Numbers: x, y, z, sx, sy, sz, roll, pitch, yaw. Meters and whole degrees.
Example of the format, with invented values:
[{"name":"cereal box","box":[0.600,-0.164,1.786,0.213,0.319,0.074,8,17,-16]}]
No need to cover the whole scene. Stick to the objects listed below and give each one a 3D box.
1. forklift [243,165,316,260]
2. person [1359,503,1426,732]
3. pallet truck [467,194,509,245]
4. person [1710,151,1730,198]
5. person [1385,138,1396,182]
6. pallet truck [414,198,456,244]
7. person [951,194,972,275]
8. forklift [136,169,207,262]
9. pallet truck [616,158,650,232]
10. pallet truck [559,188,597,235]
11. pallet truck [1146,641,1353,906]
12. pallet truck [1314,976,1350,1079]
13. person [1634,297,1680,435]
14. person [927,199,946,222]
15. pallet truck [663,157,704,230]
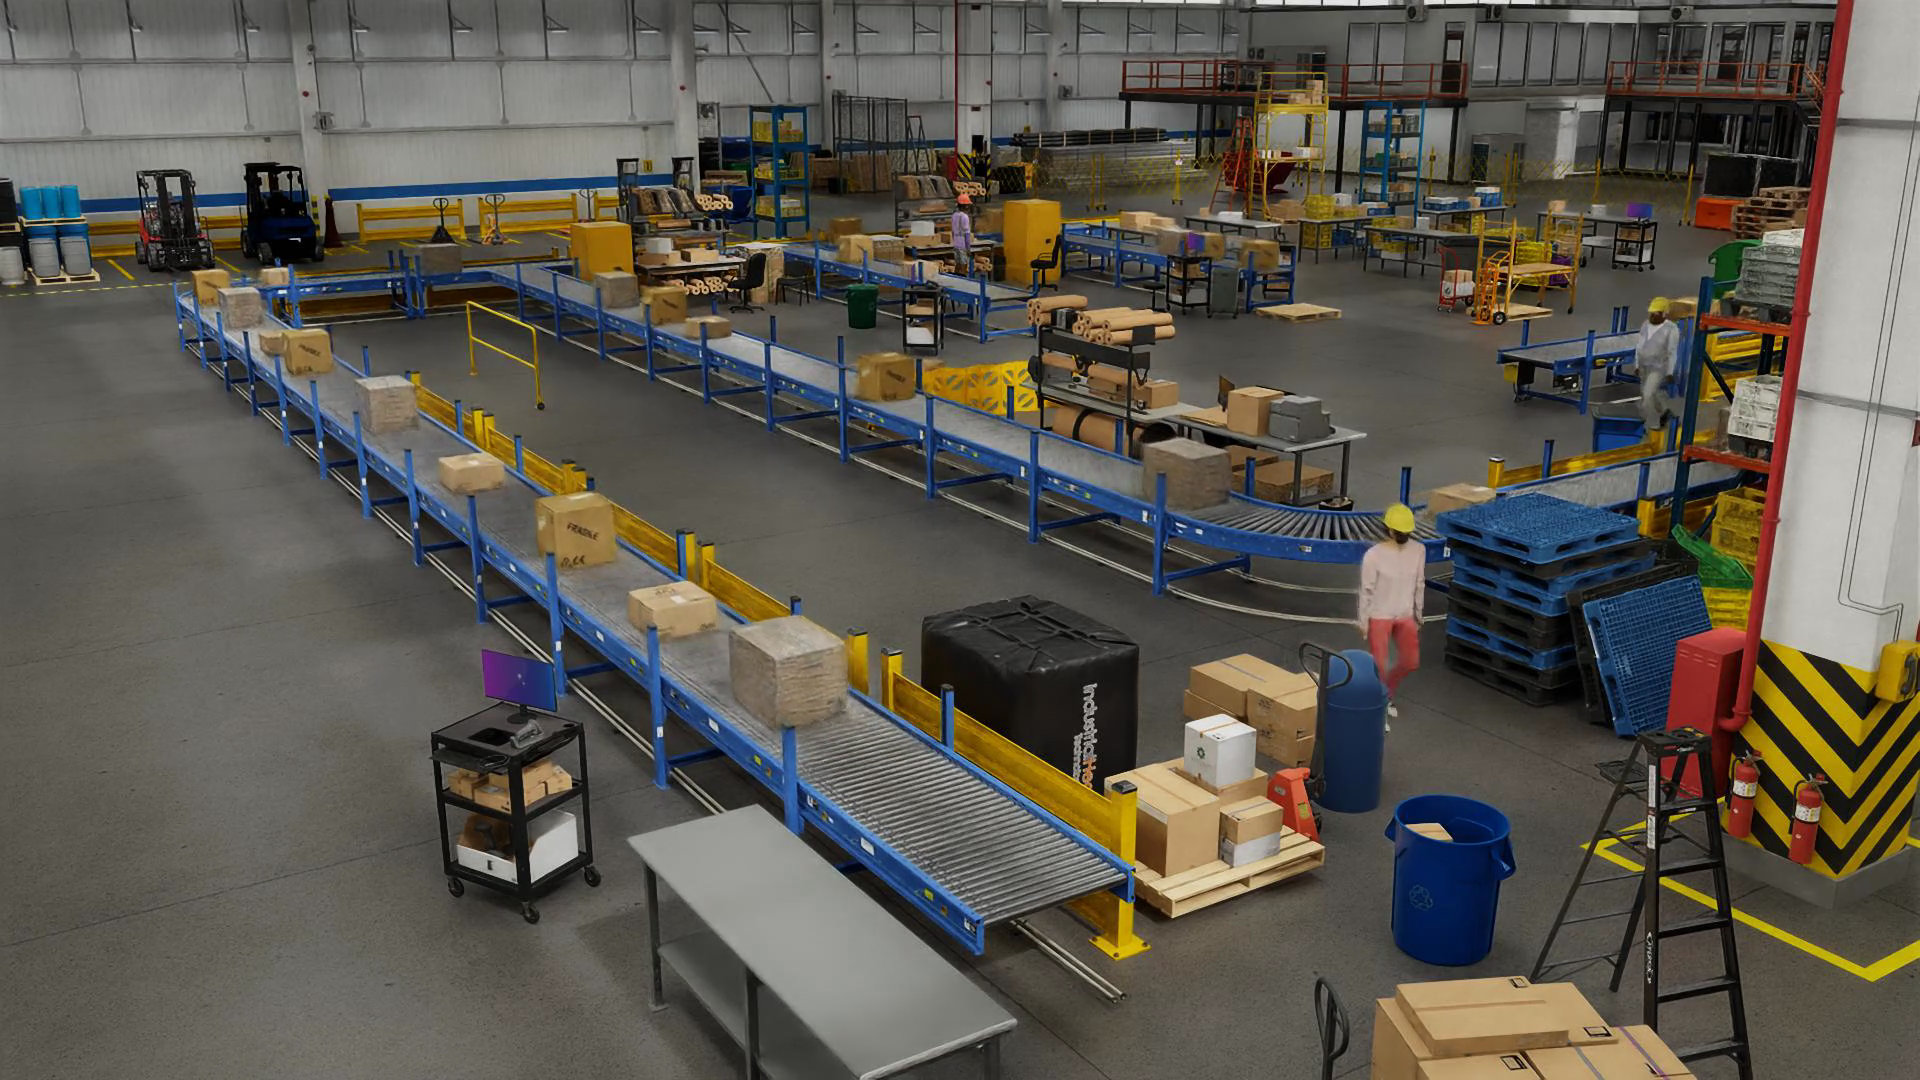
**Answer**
[{"name":"forklift","box":[-15.898,-7.669,38.708,1.157,1.987,2.680,-11,20,-33]},{"name":"person","box":[3.186,0.568,12.245,0.553,1.750,0.359,-5,17,-15]},{"name":"pallet truck","box":[-11.983,-8.177,42.137,0.704,1.261,1.522,-11,20,-33]},{"name":"person","box":[23.149,-10.965,50.643,0.530,1.749,0.489,-6,18,-20]},{"name":"person","box":[14.487,-12.712,56.281,0.507,1.846,0.345,-14,22,-40]},{"name":"pallet truck","box":[-13.250,-8.060,41.856,0.680,1.201,1.601,-10,20,-31]},{"name":"person","box":[0.058,-5.852,33.117,0.374,2.044,0.605,-9,19,-26]},{"name":"forklift","box":[-17.842,-7.318,37.559,1.157,1.987,2.680,-10,20,-31]},{"name":"pallet truck","box":[-8.918,-9.176,44.255,0.823,1.965,1.885,-9,19,-27]},{"name":"pallet truck","box":[-10.010,-8.652,43.699,0.653,1.274,1.630,-10,20,-31]},{"name":"pallet truck","box":[1.664,1.407,10.232,1.630,1.274,0.653,-10,20,-31]},{"name":"pallet truck","box":[2.299,2.390,7.086,1.601,1.201,0.680,-2,17,-7]},{"name":"person","box":[9.060,-2.270,21.597,0.760,1.813,0.605,-7,18,-23]},{"name":"person","box":[-0.533,-7.603,39.205,0.421,1.896,0.658,-7,18,-21]},{"name":"pallet truck","box":[-7.586,-9.308,44.692,0.823,1.965,1.885,-11,20,-33]}]
